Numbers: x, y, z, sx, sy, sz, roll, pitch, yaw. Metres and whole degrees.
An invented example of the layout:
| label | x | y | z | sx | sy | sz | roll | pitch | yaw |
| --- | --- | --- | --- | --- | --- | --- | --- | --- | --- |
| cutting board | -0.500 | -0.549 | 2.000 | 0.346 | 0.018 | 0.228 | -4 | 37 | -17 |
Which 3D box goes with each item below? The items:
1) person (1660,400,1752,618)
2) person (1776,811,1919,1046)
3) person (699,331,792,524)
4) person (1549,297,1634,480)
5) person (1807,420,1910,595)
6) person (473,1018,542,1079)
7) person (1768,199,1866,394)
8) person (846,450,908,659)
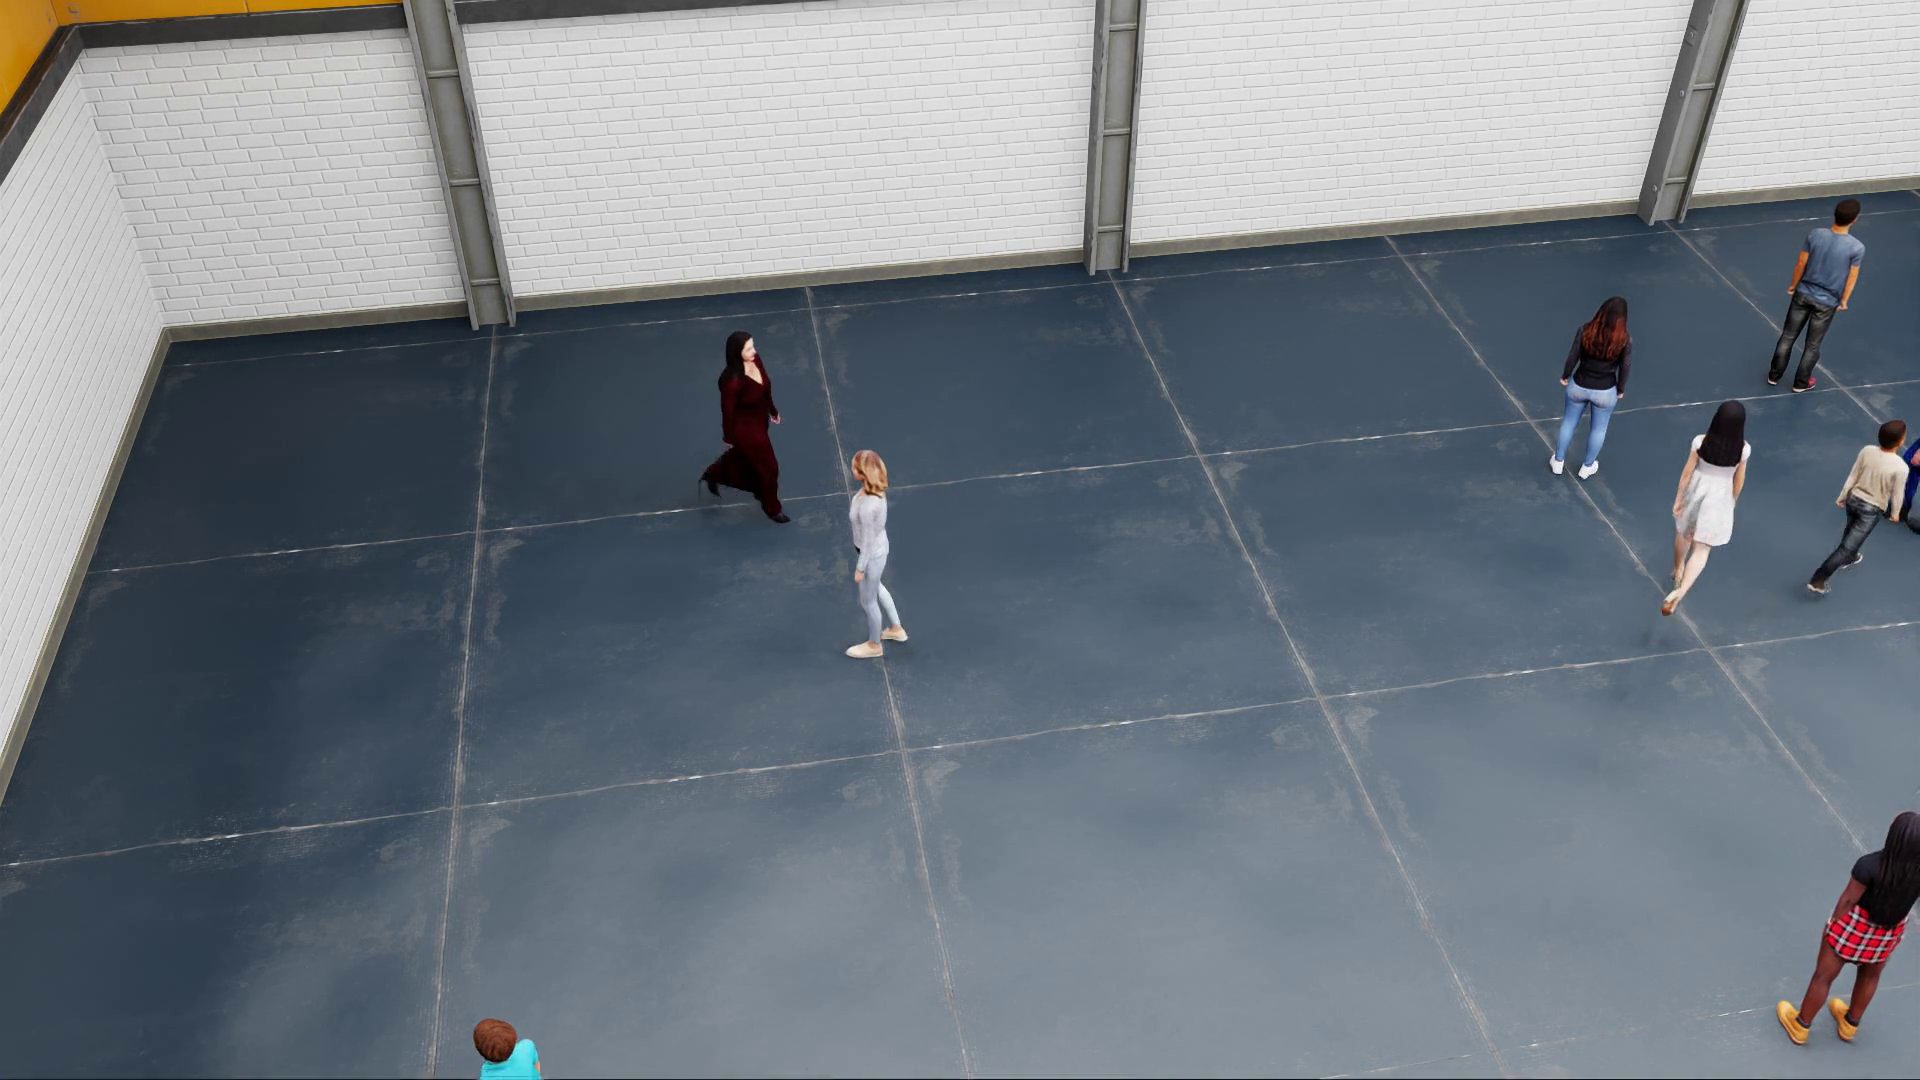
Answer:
| label | x | y | z | sx | sy | sz | roll | pitch | yaw |
| --- | --- | --- | --- | --- | --- | --- | --- | --- | --- |
| person | 5.397 | -0.189 | 12.091 | 1.091 | 1.745 | 1.095 | 19 | 42 | 22 |
| person | 5.000 | 2.154 | 9.175 | 0.560 | 1.722 | 0.682 | -1 | 39 | -2 |
| person | -1.756 | -0.902 | 13.000 | 1.159 | 1.724 | 0.930 | 8 | 39 | 10 |
| person | 5.132 | -1.235 | 13.491 | 0.702 | 1.632 | 0.792 | 16 | 41 | 19 |
| person | 6.690 | -0.221 | 12.371 | 1.043 | 1.445 | 0.733 | -18 | 42 | -22 |
| person | -2.185 | 2.926 | 8.446 | 0.923 | 1.425 | 0.944 | 32 | 48 | 33 |
| person | 7.458 | -2.128 | 14.466 | 0.733 | 1.810 | 0.761 | 30 | 47 | 32 |
| person | -0.589 | 0.111 | 11.678 | 0.735 | 1.792 | 0.680 | 3 | 39 | 4 |
